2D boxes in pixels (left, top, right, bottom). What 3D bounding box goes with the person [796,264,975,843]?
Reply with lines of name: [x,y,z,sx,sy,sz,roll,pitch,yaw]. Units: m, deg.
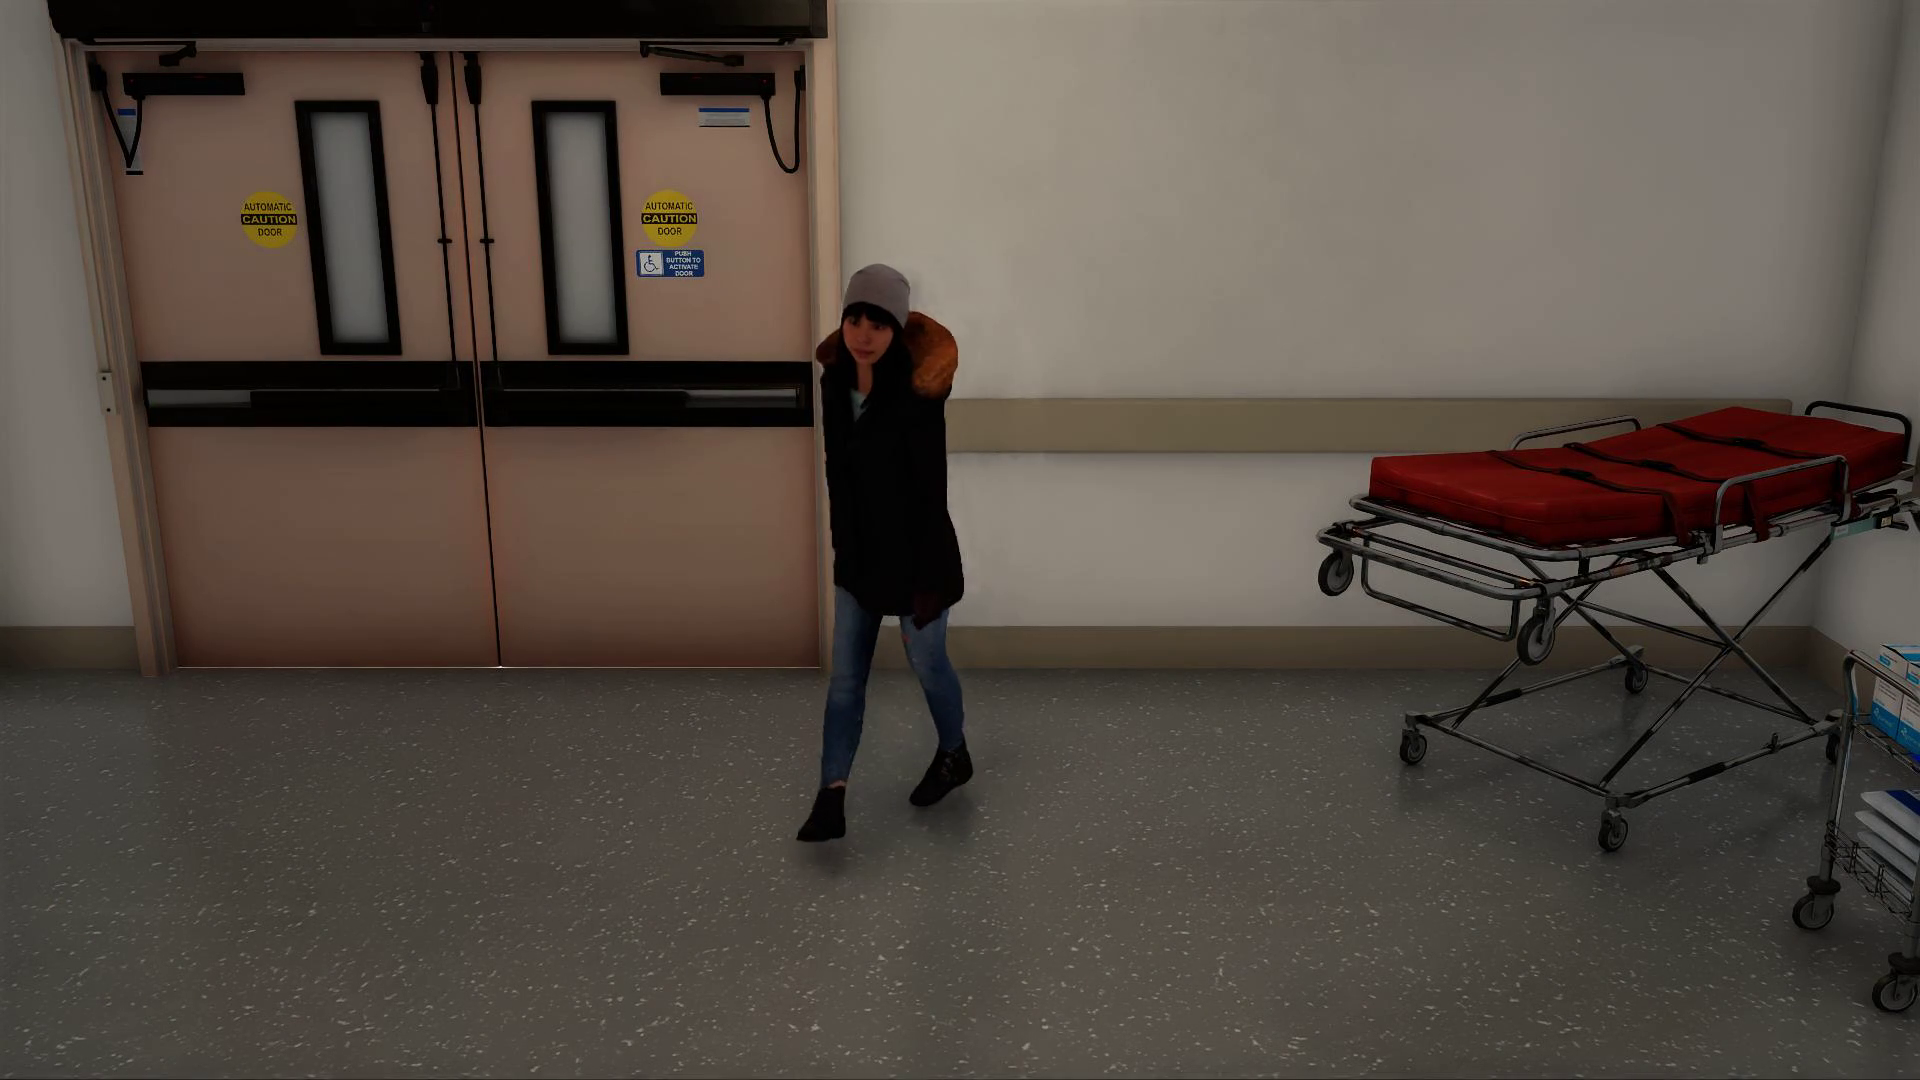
person: [-0.147,0.031,4.655,0.957,1.600,1.102,12,20,36]
